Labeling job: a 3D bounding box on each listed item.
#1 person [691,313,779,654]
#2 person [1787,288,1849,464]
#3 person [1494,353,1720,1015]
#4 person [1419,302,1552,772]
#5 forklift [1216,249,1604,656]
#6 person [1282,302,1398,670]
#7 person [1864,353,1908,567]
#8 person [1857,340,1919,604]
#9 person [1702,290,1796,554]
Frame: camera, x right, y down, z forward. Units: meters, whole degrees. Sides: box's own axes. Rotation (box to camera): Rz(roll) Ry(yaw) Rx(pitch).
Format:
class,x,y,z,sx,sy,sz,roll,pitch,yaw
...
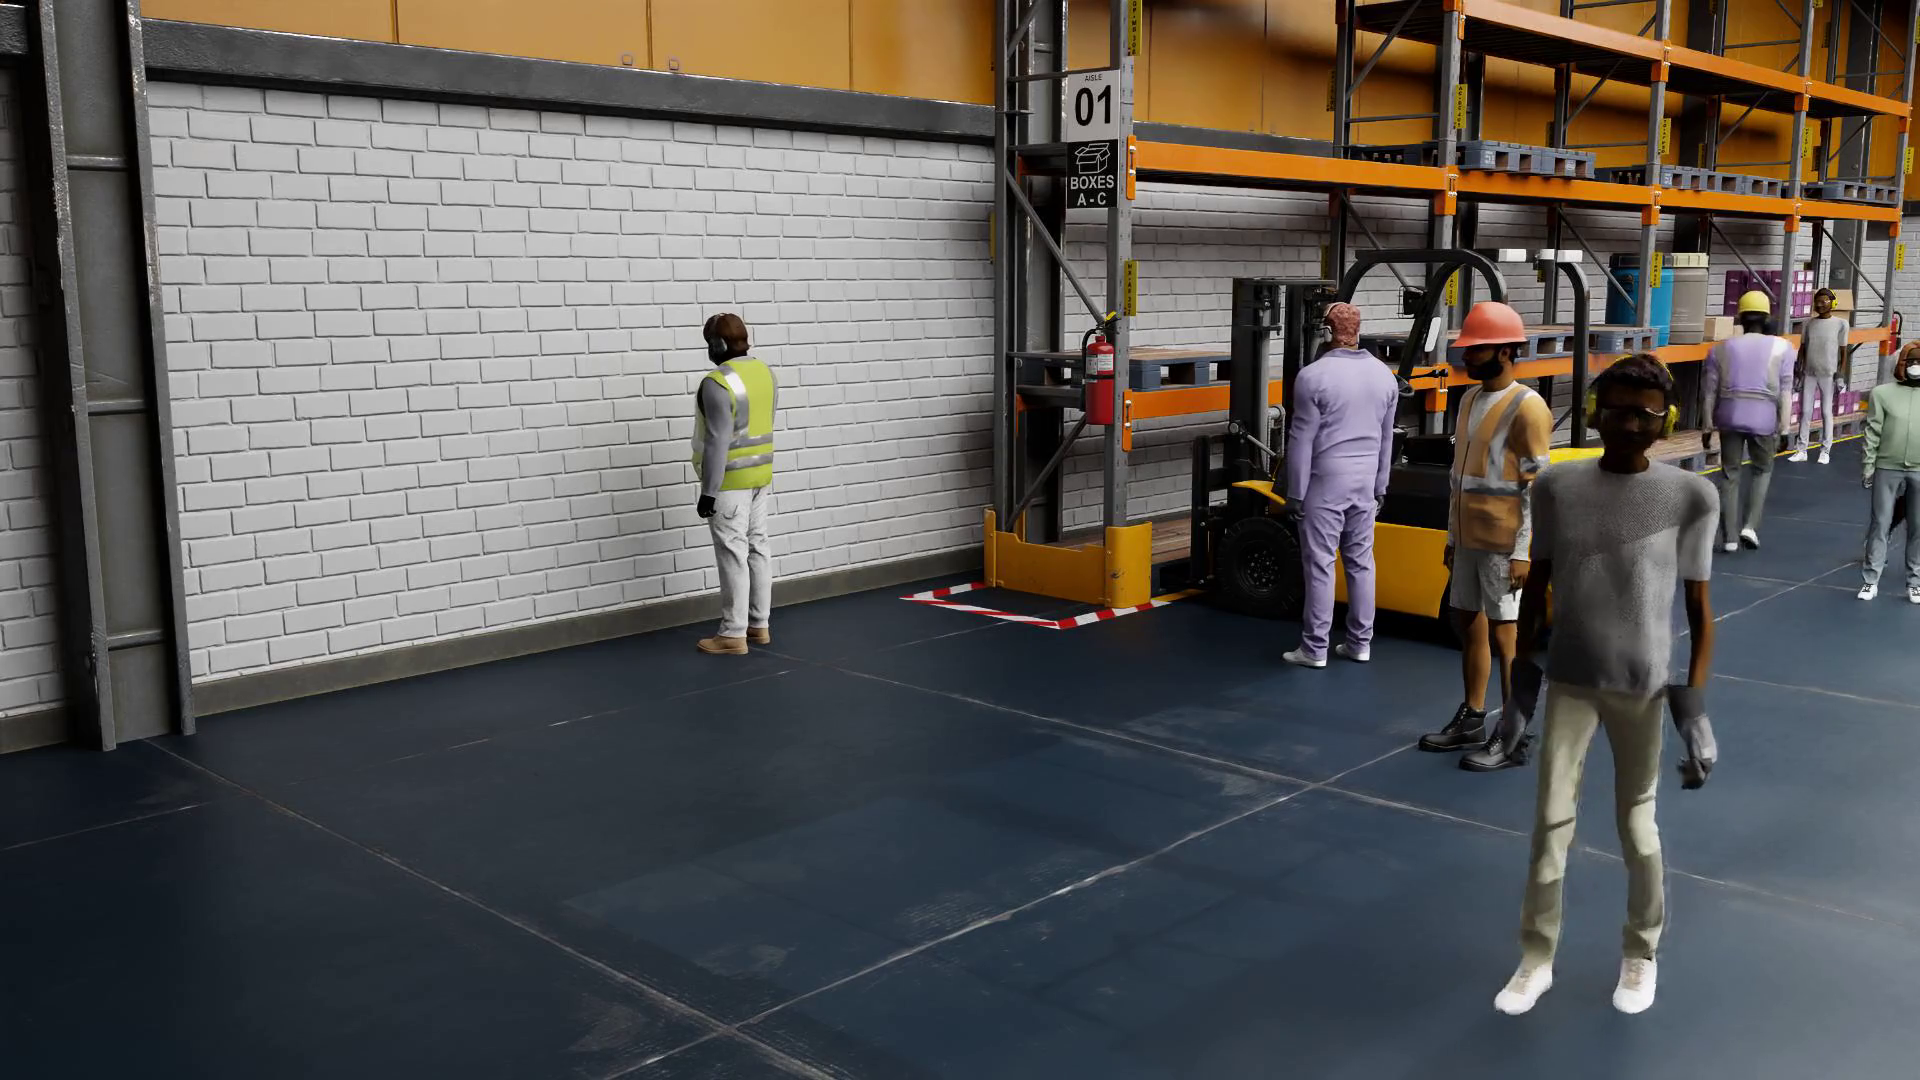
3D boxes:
class,x,y,z,sx,sy,sz,roll,pitch,yaw
person,-1.233,-0.302,8.997,0.429,1.838,0.621,4,10,22
person,9.166,-1.747,17.749,0.323,1.871,0.528,-9,13,-43
person,1.789,0.415,4.612,0.598,1.854,0.521,6,11,33
person,2.175,-0.012,6.901,0.362,1.935,0.553,-3,10,-17
forklift,2.710,-0.584,9.626,2.313,2.155,1.214,9,13,43
person,1.951,-0.280,8.674,0.645,1.900,0.404,-5,11,-28
person,6.460,-0.701,11.231,0.637,1.913,0.957,-2,9,-11
person,5.872,-0.418,10.320,0.498,1.634,0.281,5,10,28
person,5.719,-0.850,12.105,0.603,1.908,0.493,5,11,30
